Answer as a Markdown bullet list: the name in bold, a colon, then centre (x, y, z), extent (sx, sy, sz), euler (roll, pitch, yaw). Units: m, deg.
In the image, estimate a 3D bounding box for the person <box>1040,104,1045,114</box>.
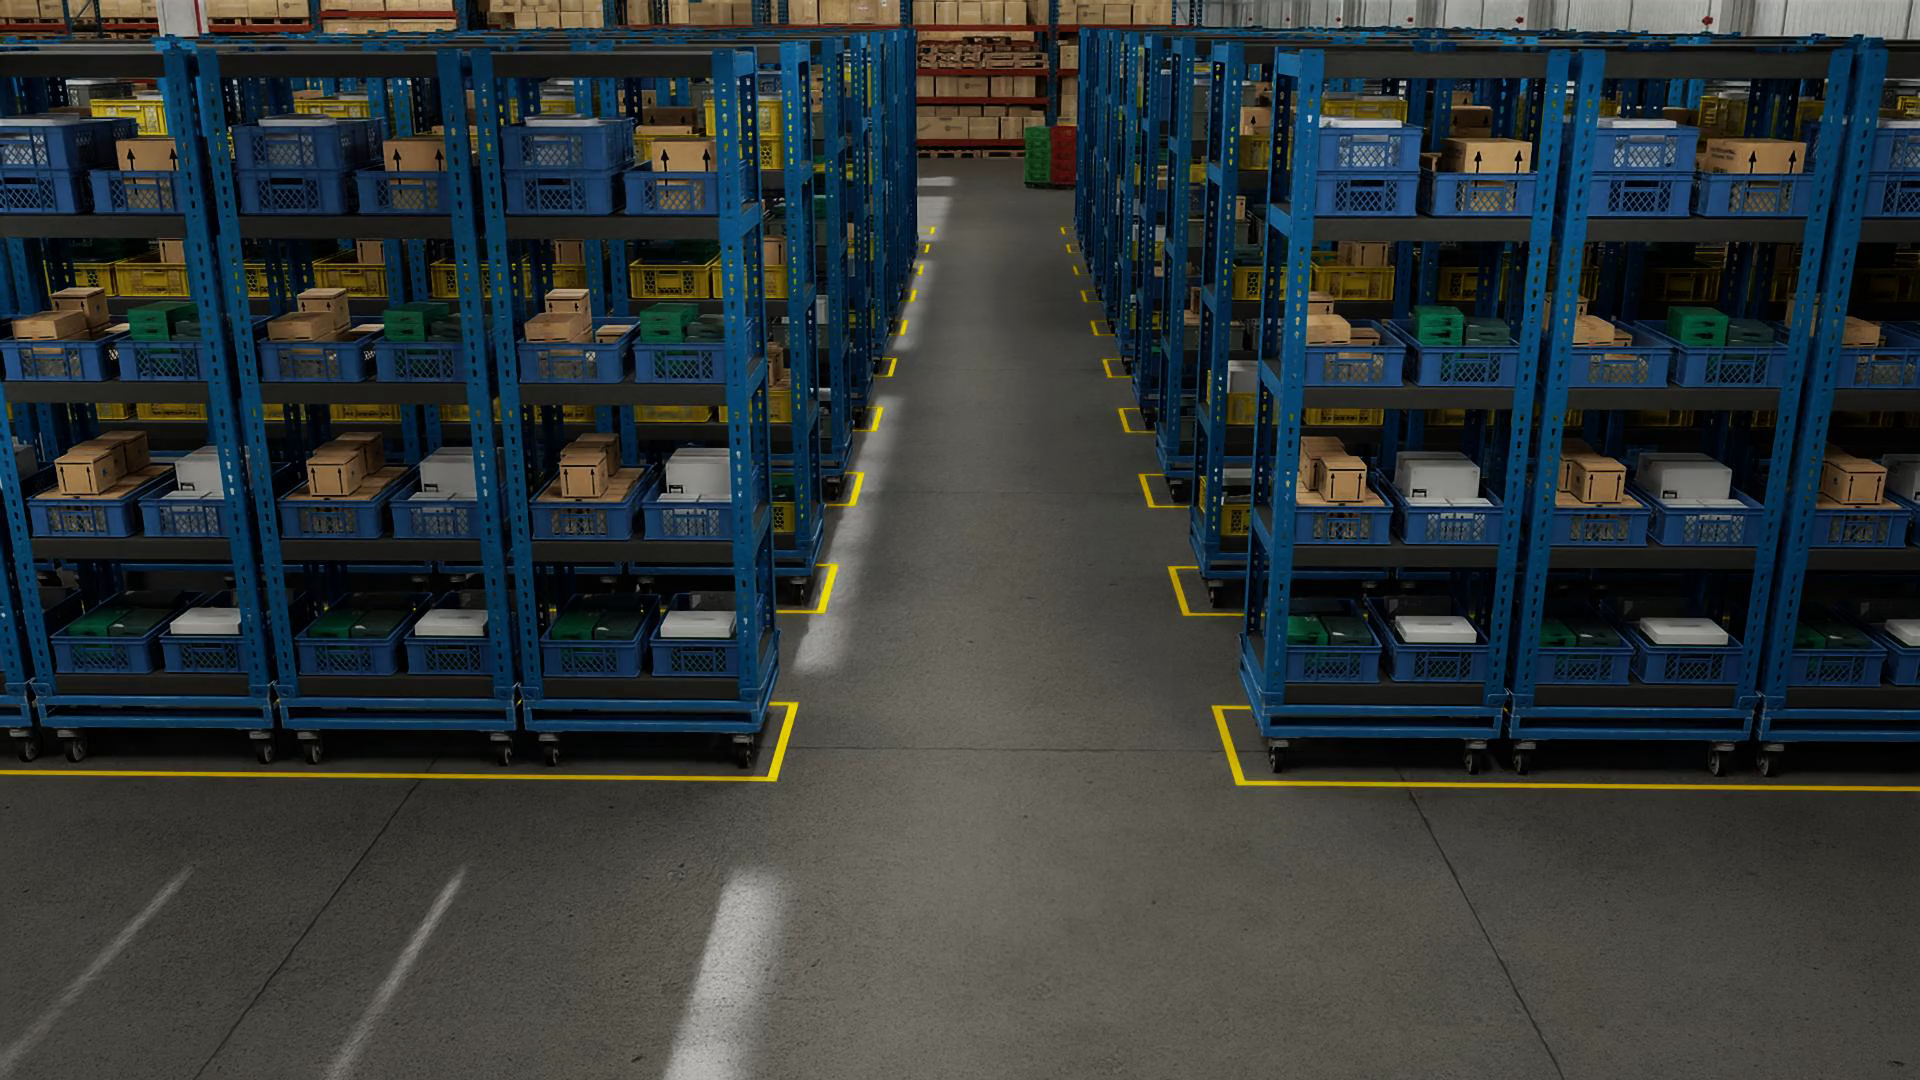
- **person**: centre (2.370, -12.479, 48.963), extent (0.478, 1.931, 0.648), euler (2, 18, 7)
